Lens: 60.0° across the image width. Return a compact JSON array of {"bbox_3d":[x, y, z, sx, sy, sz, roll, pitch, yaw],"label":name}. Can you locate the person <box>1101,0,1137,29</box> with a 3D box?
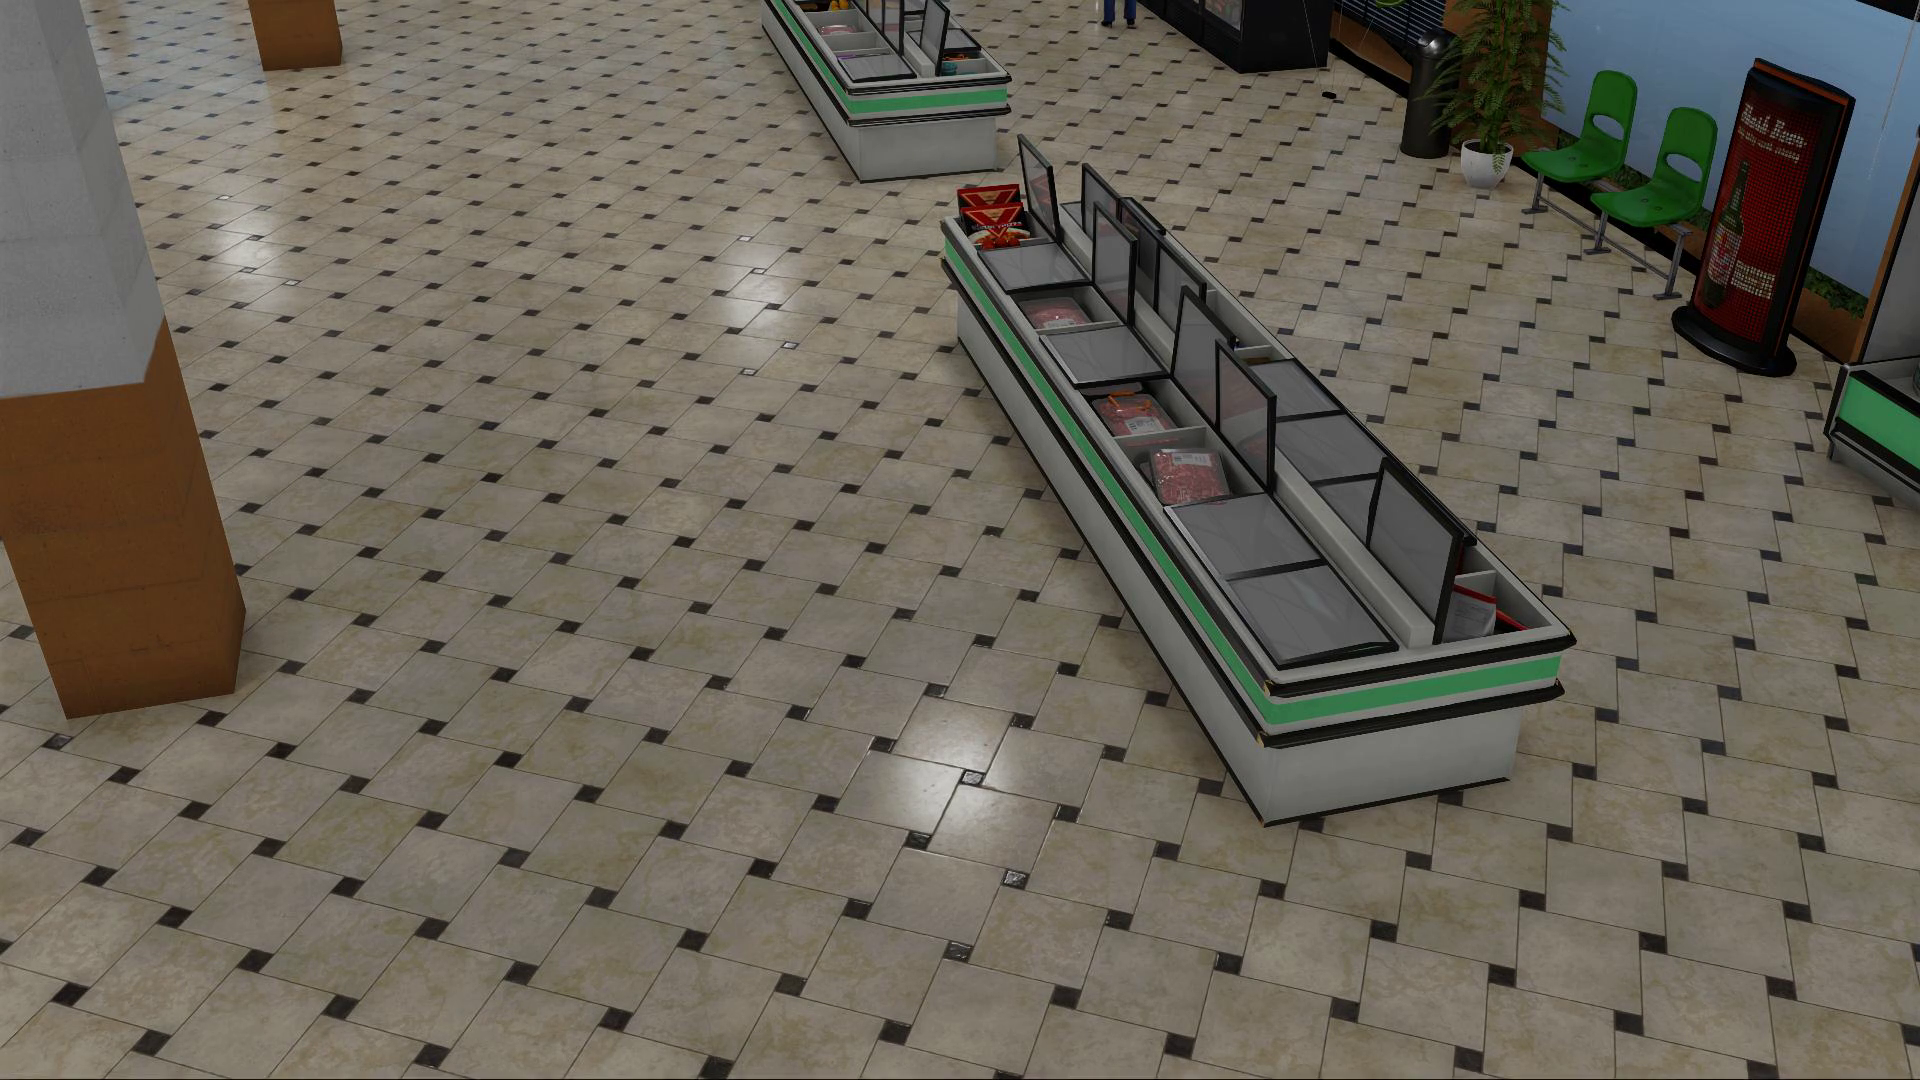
[{"bbox_3d":[1.597,-6.021,16.548,0.667,1.794,0.611,-1,32,-1],"label":"person"}]
